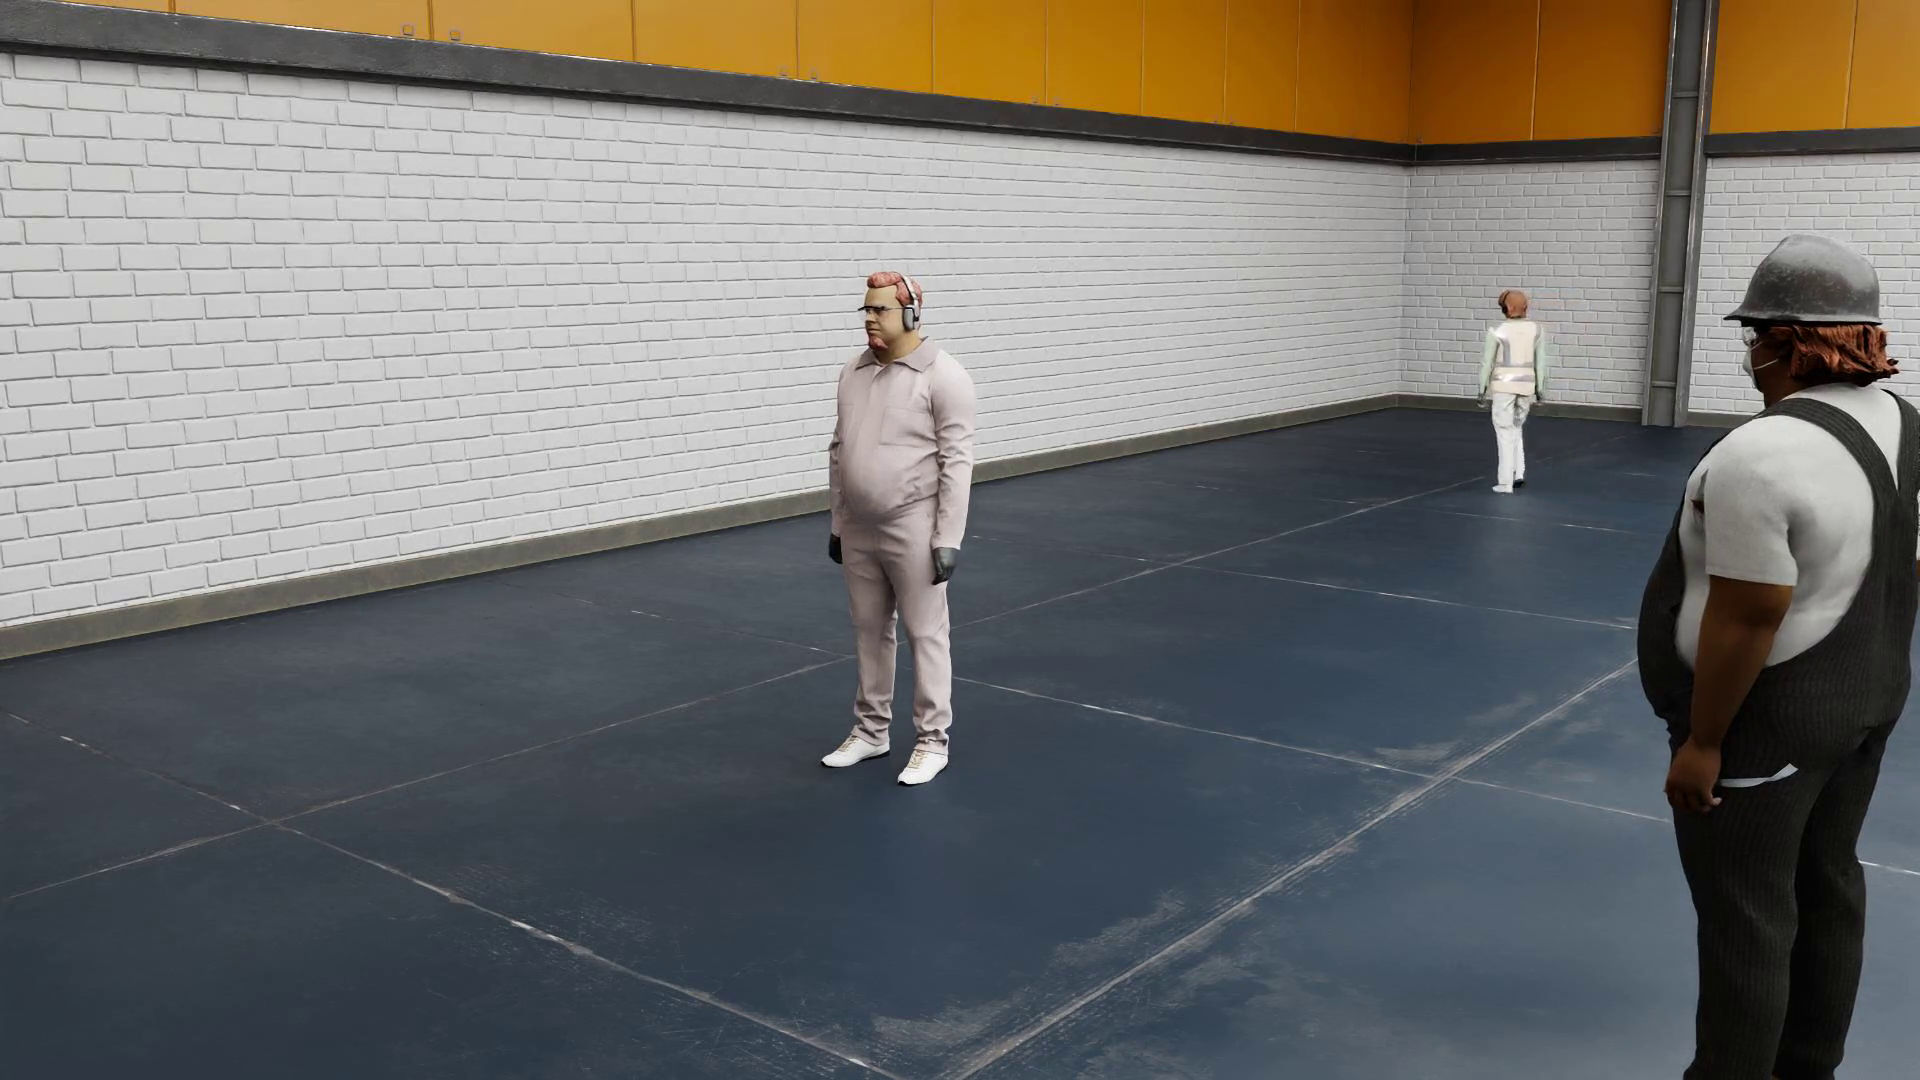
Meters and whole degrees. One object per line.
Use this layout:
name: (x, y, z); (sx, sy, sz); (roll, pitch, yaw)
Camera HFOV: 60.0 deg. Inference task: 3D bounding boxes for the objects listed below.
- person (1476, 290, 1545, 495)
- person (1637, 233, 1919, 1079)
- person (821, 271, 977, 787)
person: (4.384, -1.177, 13.283); (0.545, 1.621, 0.395); (-2, 10, -13)
person: (1.761, 0.355, 3.662); (0.685, 2.000, 0.538); (-7, 12, -33)
person: (-0.256, -0.043, 6.243); (0.643, 1.909, 0.409); (8, 13, 37)
